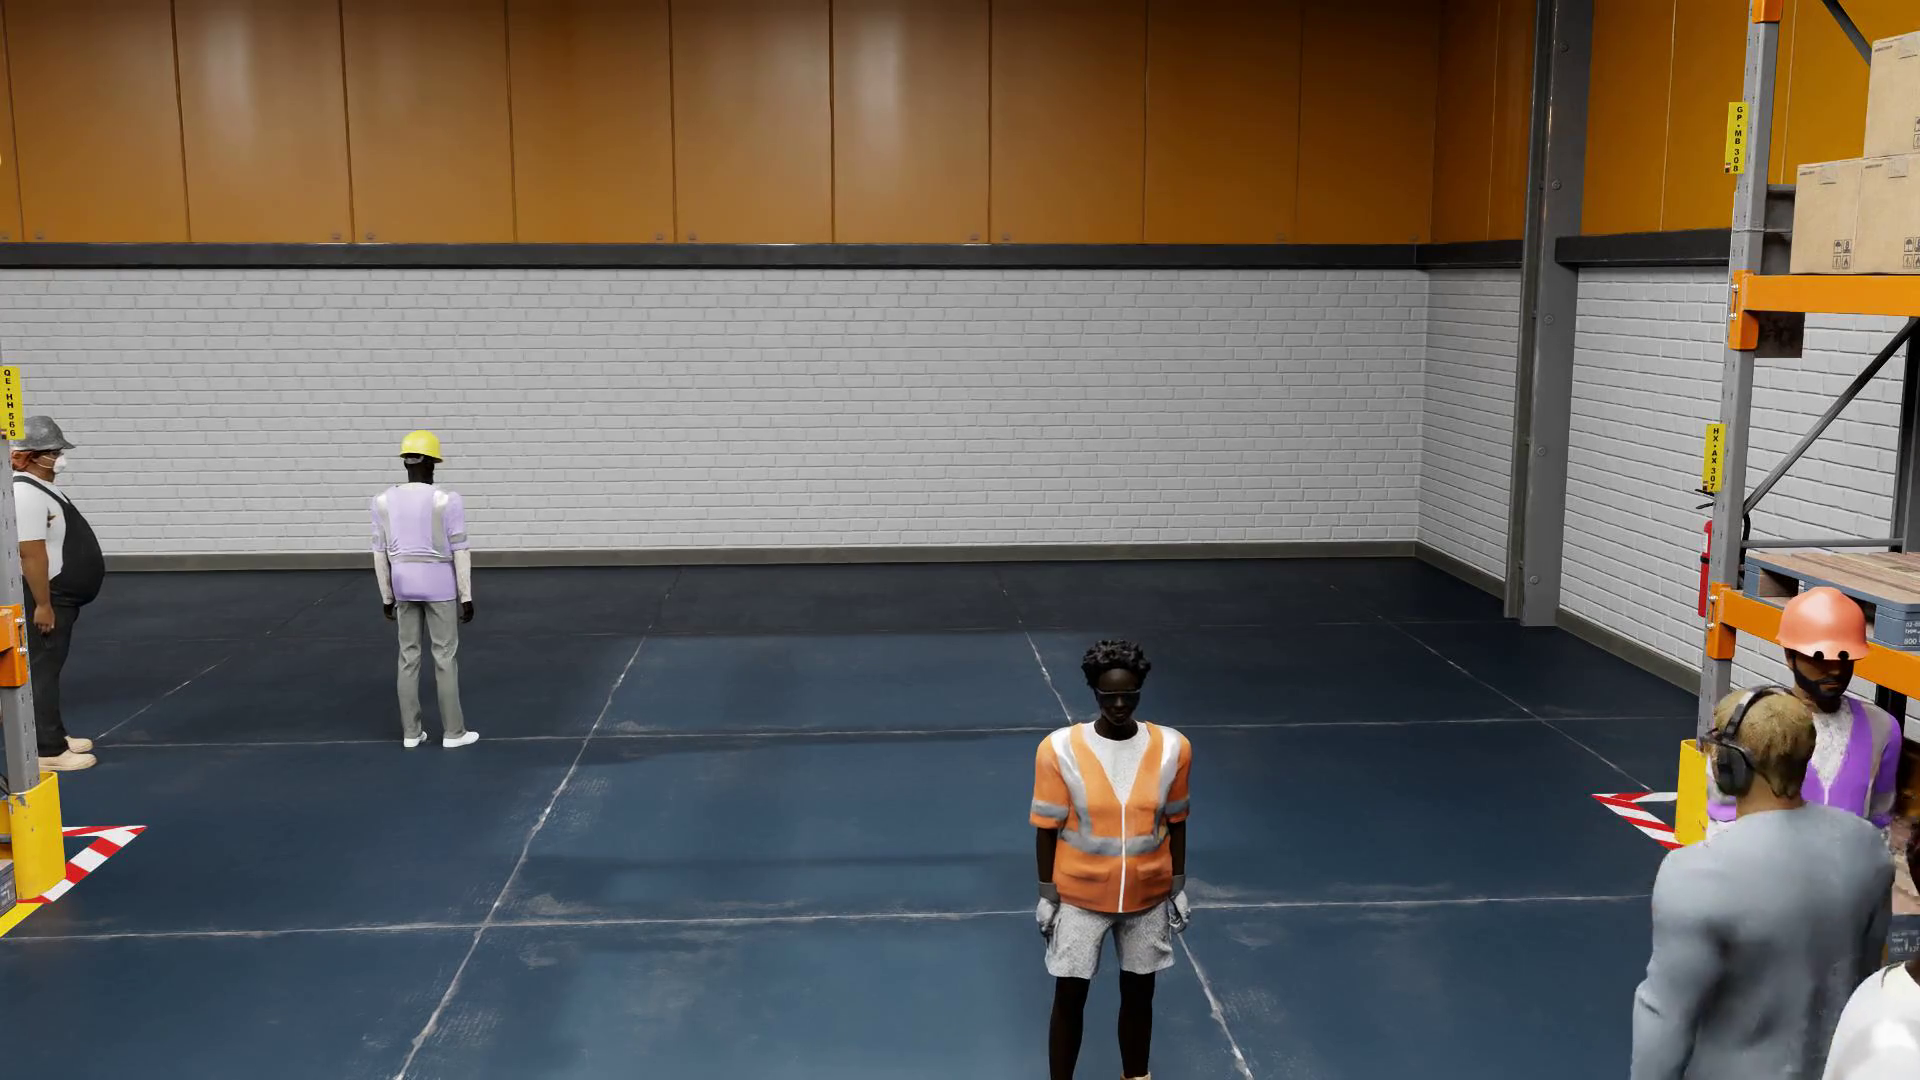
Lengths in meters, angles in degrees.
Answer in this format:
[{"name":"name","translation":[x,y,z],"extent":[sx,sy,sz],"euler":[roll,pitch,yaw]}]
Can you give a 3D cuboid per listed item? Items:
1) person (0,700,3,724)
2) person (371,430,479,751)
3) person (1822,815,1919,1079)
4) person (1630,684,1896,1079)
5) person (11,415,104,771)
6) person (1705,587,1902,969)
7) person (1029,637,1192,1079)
[{"name":"person","translation":[-6.273,0.269,10.409],"extent":[0.624,1.840,0.429],"euler":[-1,9,-4]},{"name":"person","translation":[-3.186,0.305,9.929],"extent":[0.585,1.918,0.382],"euler":[1,9,6]},{"name":"person","translation":[1.778,1.409,2.875],"extent":[0.661,1.948,0.643],"euler":[5,10,30]},{"name":"person","translation":[1.786,1.271,3.825],"extent":[0.652,1.928,0.434],"euler":[-4,10,-24]},{"name":"person","translation":[-5.239,0.293,9.618],"extent":[0.536,2.000,0.683],"euler":[-5,10,-26]},{"name":"person","translation":[2.488,1.090,4.933],"extent":[0.543,1.939,0.359],"euler":[0,9,2]},{"name":"person","translation":[0.490,1.141,5.367],"extent":[0.537,1.695,0.320],"euler":[-1,9,-8]}]
